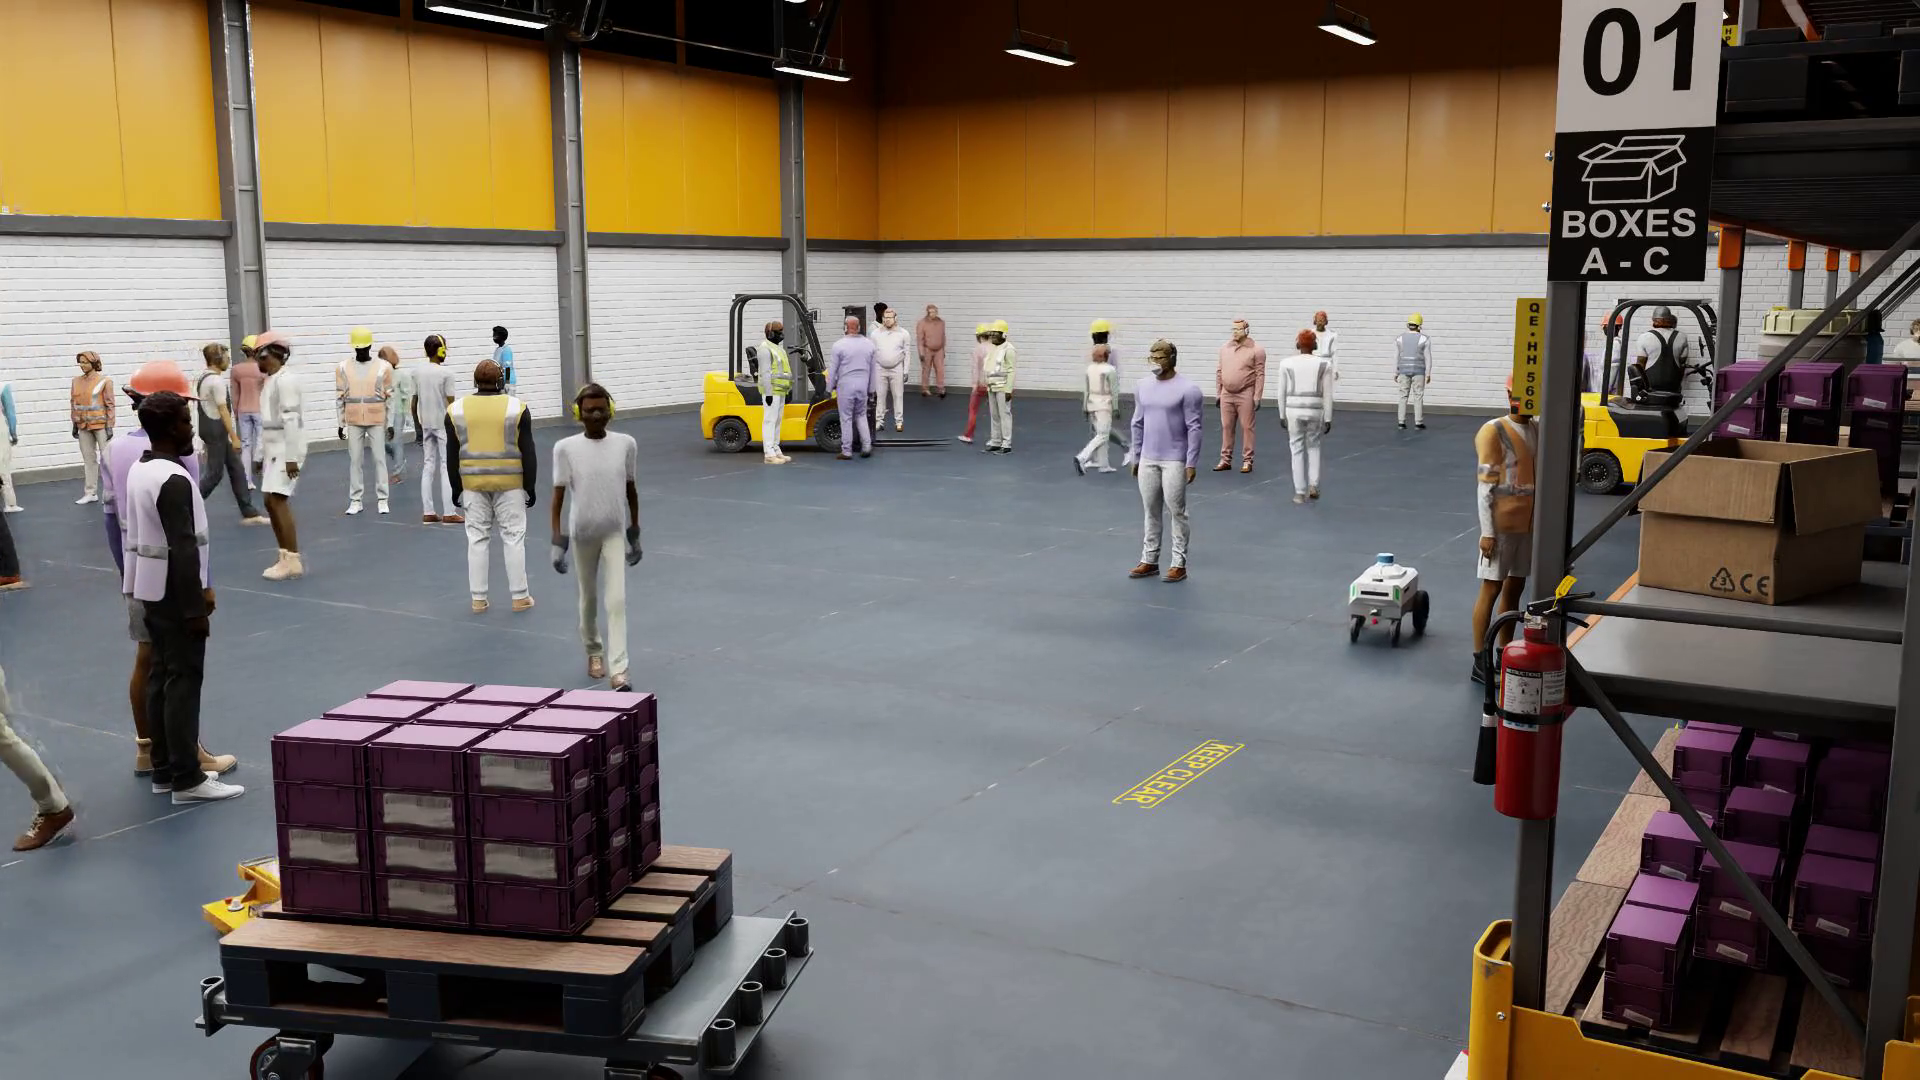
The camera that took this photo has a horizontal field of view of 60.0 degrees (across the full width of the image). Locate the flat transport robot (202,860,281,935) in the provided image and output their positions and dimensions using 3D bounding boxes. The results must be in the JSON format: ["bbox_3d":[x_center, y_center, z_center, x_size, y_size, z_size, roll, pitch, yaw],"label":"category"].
[{"bbox_3d":[-2.099,1.290,6.475,1.431,0.197,0.652,-9,13,-44],"label":"flat transport robot"}]

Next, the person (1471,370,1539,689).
[{"bbox_3d":[3.305,-0.086,9.906,0.542,1.929,0.374,-6,11,-34],"label":"person"}]

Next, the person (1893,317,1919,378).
[{"bbox_3d":[12.464,-1.951,21.653,0.626,1.904,0.992,5,10,26],"label":"person"}]

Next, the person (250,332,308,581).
[{"bbox_3d":[-5.511,-0.679,13.471,0.424,1.980,0.699,-7,12,-38],"label":"person"}]

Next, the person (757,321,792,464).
[{"bbox_3d":[-2.392,-1.908,21.556,0.429,1.843,0.623,2,9,10],"label":"person"}]

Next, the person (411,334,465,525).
[{"bbox_3d":[-5.117,-1.076,16.285,0.535,1.864,0.309,3,10,19],"label":"person"}]

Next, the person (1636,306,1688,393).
[{"bbox_3d":[9.400,-2.151,22.448,0.688,2.000,0.536,0,9,-2],"label":"person"}]

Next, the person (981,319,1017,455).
[{"bbox_3d":[0.524,-2.072,22.590,0.404,1.836,0.599,-5,11,-30],"label":"person"}]

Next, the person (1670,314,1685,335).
[{"bbox_3d":[11.294,-2.703,26.633,0.646,1.814,0.486,7,11,37],"label":"person"}]

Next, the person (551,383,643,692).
[{"bbox_3d":[-2.138,-0.009,9.795,0.552,1.809,0.993,-3,10,-18],"label":"person"}]

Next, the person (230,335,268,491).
[{"bbox_3d":[-7.953,-1.427,18.788,0.532,1.765,0.328,1,9,9],"label":"person"}]

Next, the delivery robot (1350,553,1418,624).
[{"bbox_3d":[2.879,0.333,11.273,0.477,0.478,0.707,4,10,25],"label":"delivery robot"}]

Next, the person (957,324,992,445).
[{"bbox_3d":[0.299,-2.224,23.838,0.546,1.727,0.832,-7,12,-38],"label":"person"}]

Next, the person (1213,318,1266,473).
[{"bbox_3d":[3.436,-1.783,20.567,0.639,1.910,0.407,7,11,36],"label":"person"}]

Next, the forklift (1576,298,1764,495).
[{"bbox_3d":[7.954,-1.589,18.462,2.313,2.155,1.214,5,11,30],"label":"forklift"}]

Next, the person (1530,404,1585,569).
[{"bbox_3d":[4.907,-0.612,13.766,0.491,1.744,0.295,5,10,27],"label":"person"}]

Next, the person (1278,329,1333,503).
[{"bbox_3d":[3.703,-1.334,17.909,0.572,1.866,0.515,1,9,7],"label":"person"}]

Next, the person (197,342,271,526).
[{"bbox_3d":[-7.131,-0.988,15.942,0.892,1.805,0.541,-5,10,-29],"label":"person"}]

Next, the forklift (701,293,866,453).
[{"bbox_3d":[-2.458,-2.344,23.176,2.313,2.155,1.214,0,9,-2],"label":"forklift"}]

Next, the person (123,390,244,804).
[{"bbox_3d":[-3.655,0.267,7.730,0.385,1.921,0.596,-8,12,-41],"label":"person"}]

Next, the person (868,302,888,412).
[{"bbox_3d":[-1.442,-3.217,29.384,0.398,1.957,0.609,3,9,15],"label":"person"}]

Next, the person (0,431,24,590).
[{"bbox_3d":[-7.645,-0.552,12.700,0.792,1.957,0.660,-7,12,-39],"label":"person"}]

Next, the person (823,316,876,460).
[{"bbox_3d":[-1.438,-1.992,21.895,0.670,1.902,0.448,-6,11,-34],"label":"person"}]

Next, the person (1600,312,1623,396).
[{"bbox_3d":[8.788,-2.108,22.499,0.361,1.938,0.545,4,10,22],"label":"person"}]

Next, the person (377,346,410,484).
[{"bbox_3d":[-6.644,-1.470,19.513,0.504,1.622,0.456,2,9,14],"label":"person"}]

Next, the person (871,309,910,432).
[{"bbox_3d":[-1.097,-2.633,25.872,0.643,1.909,0.410,1,9,4],"label":"person"}]

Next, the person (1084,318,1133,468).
[{"bbox_3d":[1.846,-1.830,20.864,0.674,1.907,0.595,0,9,1],"label":"person"}]

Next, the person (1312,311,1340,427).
[{"bbox_3d":[5.706,-2.672,26.303,0.580,1.852,0.887,1,9,7],"label":"person"}]

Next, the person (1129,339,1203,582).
[{"bbox_3d":[1.637,-0.634,13.293,0.633,1.938,0.356,8,12,42],"label":"person"}]

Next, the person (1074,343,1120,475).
[{"bbox_3d":[1.665,-1.590,20.259,0.699,1.611,0.514,-6,11,-34],"label":"person"}]

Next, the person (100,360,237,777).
[{"bbox_3d":[-3.843,0.151,8.079,0.615,2.039,0.387,5,10,26],"label":"person"}]

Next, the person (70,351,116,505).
[{"bbox_3d":[-9.218,-1.192,17.708,0.514,1.641,0.307,2,9,11],"label":"person"}]

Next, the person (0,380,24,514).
[{"bbox_3d":[-9.897,-1.073,16.975,0.512,1.638,0.307,-1,9,-9],"label":"person"}]

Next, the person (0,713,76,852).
[{"bbox_3d":[-4.097,0.468,6.790,0.536,1.830,0.959,4,10,23],"label":"person"}]

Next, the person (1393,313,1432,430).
[{"bbox_3d":[7.137,-2.649,26.203,0.600,1.830,0.404,6,11,31],"label":"person"}]

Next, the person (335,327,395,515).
[{"bbox_3d":[-6.066,-1.214,16.984,0.585,1.918,0.374,-2,9,-10],"label":"person"}]

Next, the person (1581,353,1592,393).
[{"bbox_3d":[7.301,-1.646,20.081,0.996,1.782,0.570,-1,9,-4],"label":"person"}]

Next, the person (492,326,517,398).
[{"bbox_3d":[-6.750,-2.326,24.636,0.321,1.691,0.537,-6,11,-32],"label":"person"}]

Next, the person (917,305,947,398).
[{"bbox_3d":[-0.523,-3.712,32.815,0.707,1.835,0.982,-4,10,-25],"label":"person"}]

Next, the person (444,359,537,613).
[{"bbox_3d":[-3.387,-0.391,12.079,0.633,1.841,0.429,-1,9,-6],"label":"person"}]
